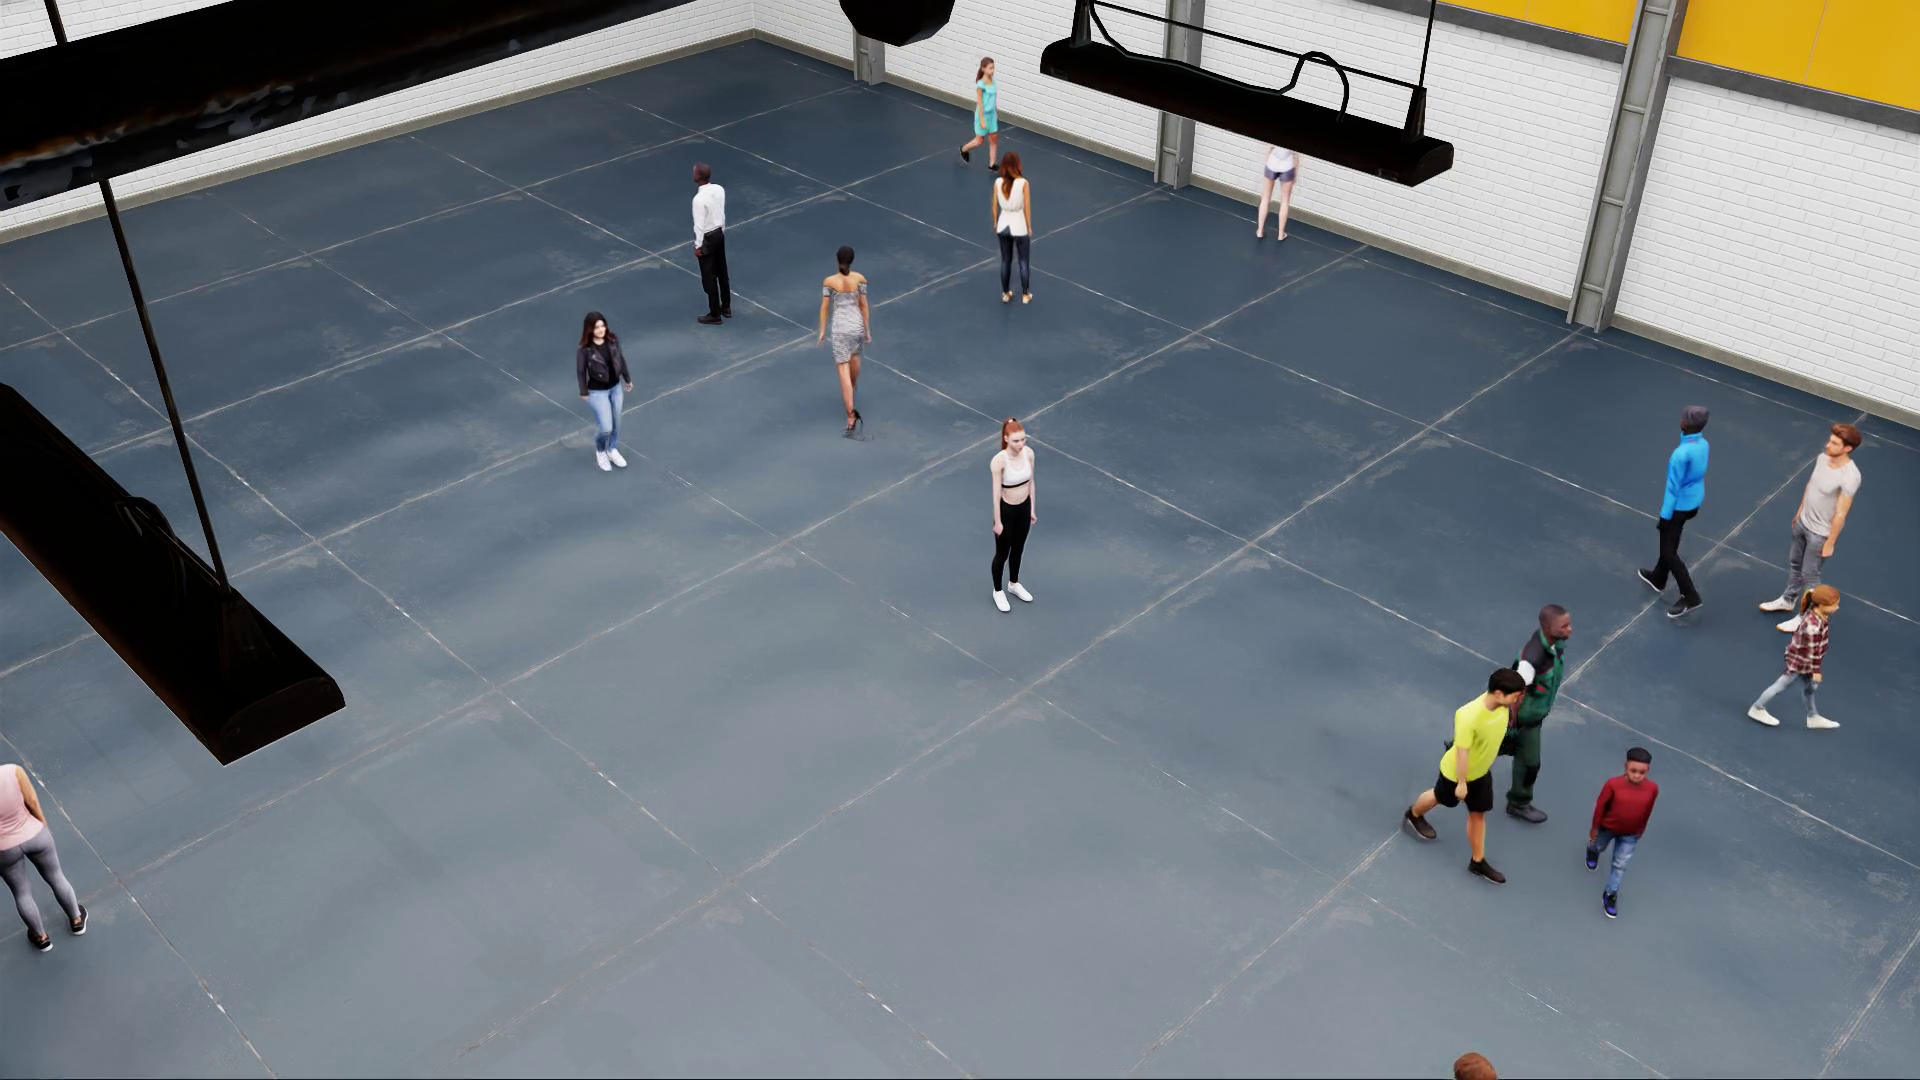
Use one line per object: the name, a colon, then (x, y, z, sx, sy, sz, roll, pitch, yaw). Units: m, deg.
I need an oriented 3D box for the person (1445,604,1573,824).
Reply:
person: (3.884, 1.167, 11.671, 1.118, 1.814, 0.809, 23, 40, 30)

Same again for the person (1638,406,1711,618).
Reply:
person: (6.058, -0.251, 13.846, 0.925, 1.769, 0.739, 28, 43, 35)

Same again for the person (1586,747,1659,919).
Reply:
person: (4.408, 1.864, 11.136, 0.860, 1.245, 0.834, 7, 34, 11)

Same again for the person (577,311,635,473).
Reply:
person: (-3.410, -1.436, 15.759, 0.594, 1.625, 0.649, 26, 42, 33)

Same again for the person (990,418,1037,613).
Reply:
person: (0.427, -0.226, 13.833, 0.616, 1.742, 0.569, -22, 39, -29)

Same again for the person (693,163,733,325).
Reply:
person: (-2.748, -3.277, 18.337, 0.636, 1.837, 0.694, 17, 37, 23)

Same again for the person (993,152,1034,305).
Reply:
person: (0.567, -3.471, 18.683, 0.668, 1.777, 0.795, 13, 36, 18)

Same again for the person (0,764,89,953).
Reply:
person: (-6.016, 1.921, 10.622, 0.586, 1.720, 0.557, -23, 40, -31)

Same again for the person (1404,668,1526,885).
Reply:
person: (3.377, 1.500, 11.316, 0.780, 1.653, 1.141, -21, 39, -28)

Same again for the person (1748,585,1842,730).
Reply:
person: (6.297, 0.882, 12.585, 0.892, 1.277, 0.645, 21, 39, 28)

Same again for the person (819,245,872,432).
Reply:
person: (-1.096, -1.959, 16.420, 1.009, 1.763, 1.222, -11, 35, -16)

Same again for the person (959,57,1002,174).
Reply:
person: (0.285, -5.678, 22.215, 0.942, 1.542, 0.582, 24, 41, 32)

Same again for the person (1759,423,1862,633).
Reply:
person: (6.994, -0.115, 13.530, 0.796, 1.892, 0.713, -3, 34, -4)

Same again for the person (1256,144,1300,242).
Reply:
person: (3.907, -4.514, 20.263, 0.622, 1.765, 0.729, 10, 35, 14)
